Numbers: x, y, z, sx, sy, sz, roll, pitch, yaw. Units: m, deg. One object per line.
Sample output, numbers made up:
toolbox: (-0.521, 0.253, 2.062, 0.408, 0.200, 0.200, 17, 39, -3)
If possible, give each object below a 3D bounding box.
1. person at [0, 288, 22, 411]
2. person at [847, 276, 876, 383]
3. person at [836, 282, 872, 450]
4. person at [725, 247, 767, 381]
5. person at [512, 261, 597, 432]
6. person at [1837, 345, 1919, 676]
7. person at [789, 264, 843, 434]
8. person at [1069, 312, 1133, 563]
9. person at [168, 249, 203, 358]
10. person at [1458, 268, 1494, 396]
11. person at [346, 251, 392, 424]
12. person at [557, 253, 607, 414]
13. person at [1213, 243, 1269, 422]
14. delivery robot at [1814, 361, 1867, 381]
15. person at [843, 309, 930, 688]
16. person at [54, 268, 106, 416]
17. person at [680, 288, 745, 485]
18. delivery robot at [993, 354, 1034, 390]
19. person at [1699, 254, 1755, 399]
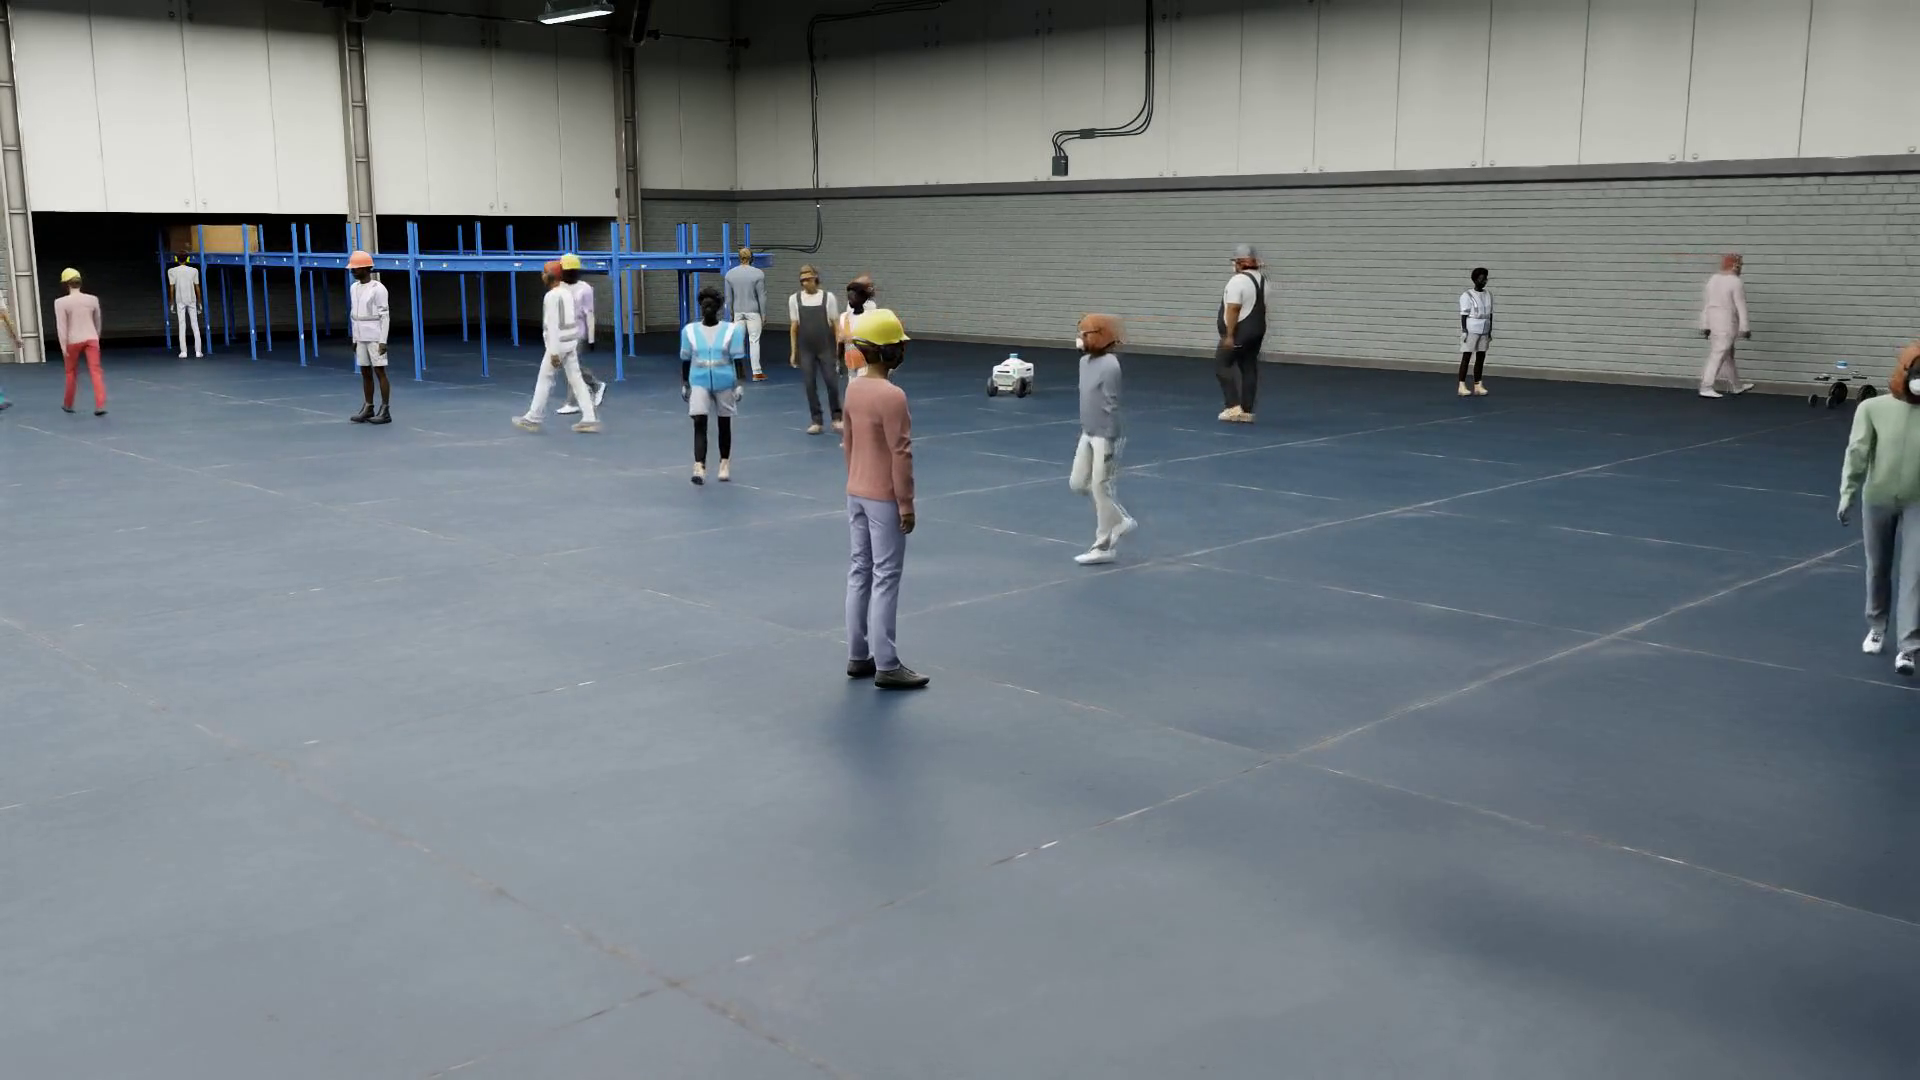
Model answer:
person: (-11.491, -2.400, 19.739, 0.576, 1.804, 0.884, 2, 11, 11)
person: (-1.145, -2.290, 19.627, 0.274, 1.632, 0.503, -9, 14, -41)
person: (-0.958, -1.769, 16.734, 0.541, 1.660, 0.855, 8, 13, 37)
person: (-3.103, -3.293, 24.263, 0.630, 1.940, 0.372, 3, 11, 16)
person: (-4.367, -2.076, 17.923, 0.972, 1.827, 0.597, 2, 11, 13)
person: (4.610, -0.161, 8.156, 0.513, 1.586, 0.872, 7, 12, 32)
person: (-1.542, -2.030, 17.736, 0.544, 1.811, 0.457, 0, 10, 1)
person: (0.926, -0.660, 10.759, 0.397, 1.618, 0.510, -4, 11, -22)
person: (-13.457, -4.110, 28.906, 0.515, 1.872, 0.328, -6, 12, -29)
person: (6.846, -2.764, 22.060, 0.529, 1.689, 0.321, -5, 11, -25)
person: (-6.688, -2.288, 18.796, 0.546, 1.934, 0.376, 6, 12, 31)
person: (-4.579, -2.493, 20.007, 0.595, 1.904, 0.766, 9, 14, 40)
person: (3.185, -2.332, 18.861, 0.536, 2.000, 0.712, 10, 14, 43)
delivery robot: (11.001, -2.113, 20.757, 0.698, 0.223, 0.335, -4, 11, -22)
person: (-0.367, -0.196, 7.840, 0.305, 1.772, 0.527, -7, 12, -32)
person: (-10.413, -2.341, 19.680, 0.883, 1.724, 0.530, 10, 14, 43)
person: (-2.109, -1.297, 14.135, 0.554, 1.654, 0.838, -1, 10, -4)
delivery robot: (0.714, -2.234, 22.127, 0.477, 0.478, 0.707, 5, 11, 24)
person: (10.109, -2.787, 21.723, 0.942, 1.859, 0.660, -1, 10, -7)
